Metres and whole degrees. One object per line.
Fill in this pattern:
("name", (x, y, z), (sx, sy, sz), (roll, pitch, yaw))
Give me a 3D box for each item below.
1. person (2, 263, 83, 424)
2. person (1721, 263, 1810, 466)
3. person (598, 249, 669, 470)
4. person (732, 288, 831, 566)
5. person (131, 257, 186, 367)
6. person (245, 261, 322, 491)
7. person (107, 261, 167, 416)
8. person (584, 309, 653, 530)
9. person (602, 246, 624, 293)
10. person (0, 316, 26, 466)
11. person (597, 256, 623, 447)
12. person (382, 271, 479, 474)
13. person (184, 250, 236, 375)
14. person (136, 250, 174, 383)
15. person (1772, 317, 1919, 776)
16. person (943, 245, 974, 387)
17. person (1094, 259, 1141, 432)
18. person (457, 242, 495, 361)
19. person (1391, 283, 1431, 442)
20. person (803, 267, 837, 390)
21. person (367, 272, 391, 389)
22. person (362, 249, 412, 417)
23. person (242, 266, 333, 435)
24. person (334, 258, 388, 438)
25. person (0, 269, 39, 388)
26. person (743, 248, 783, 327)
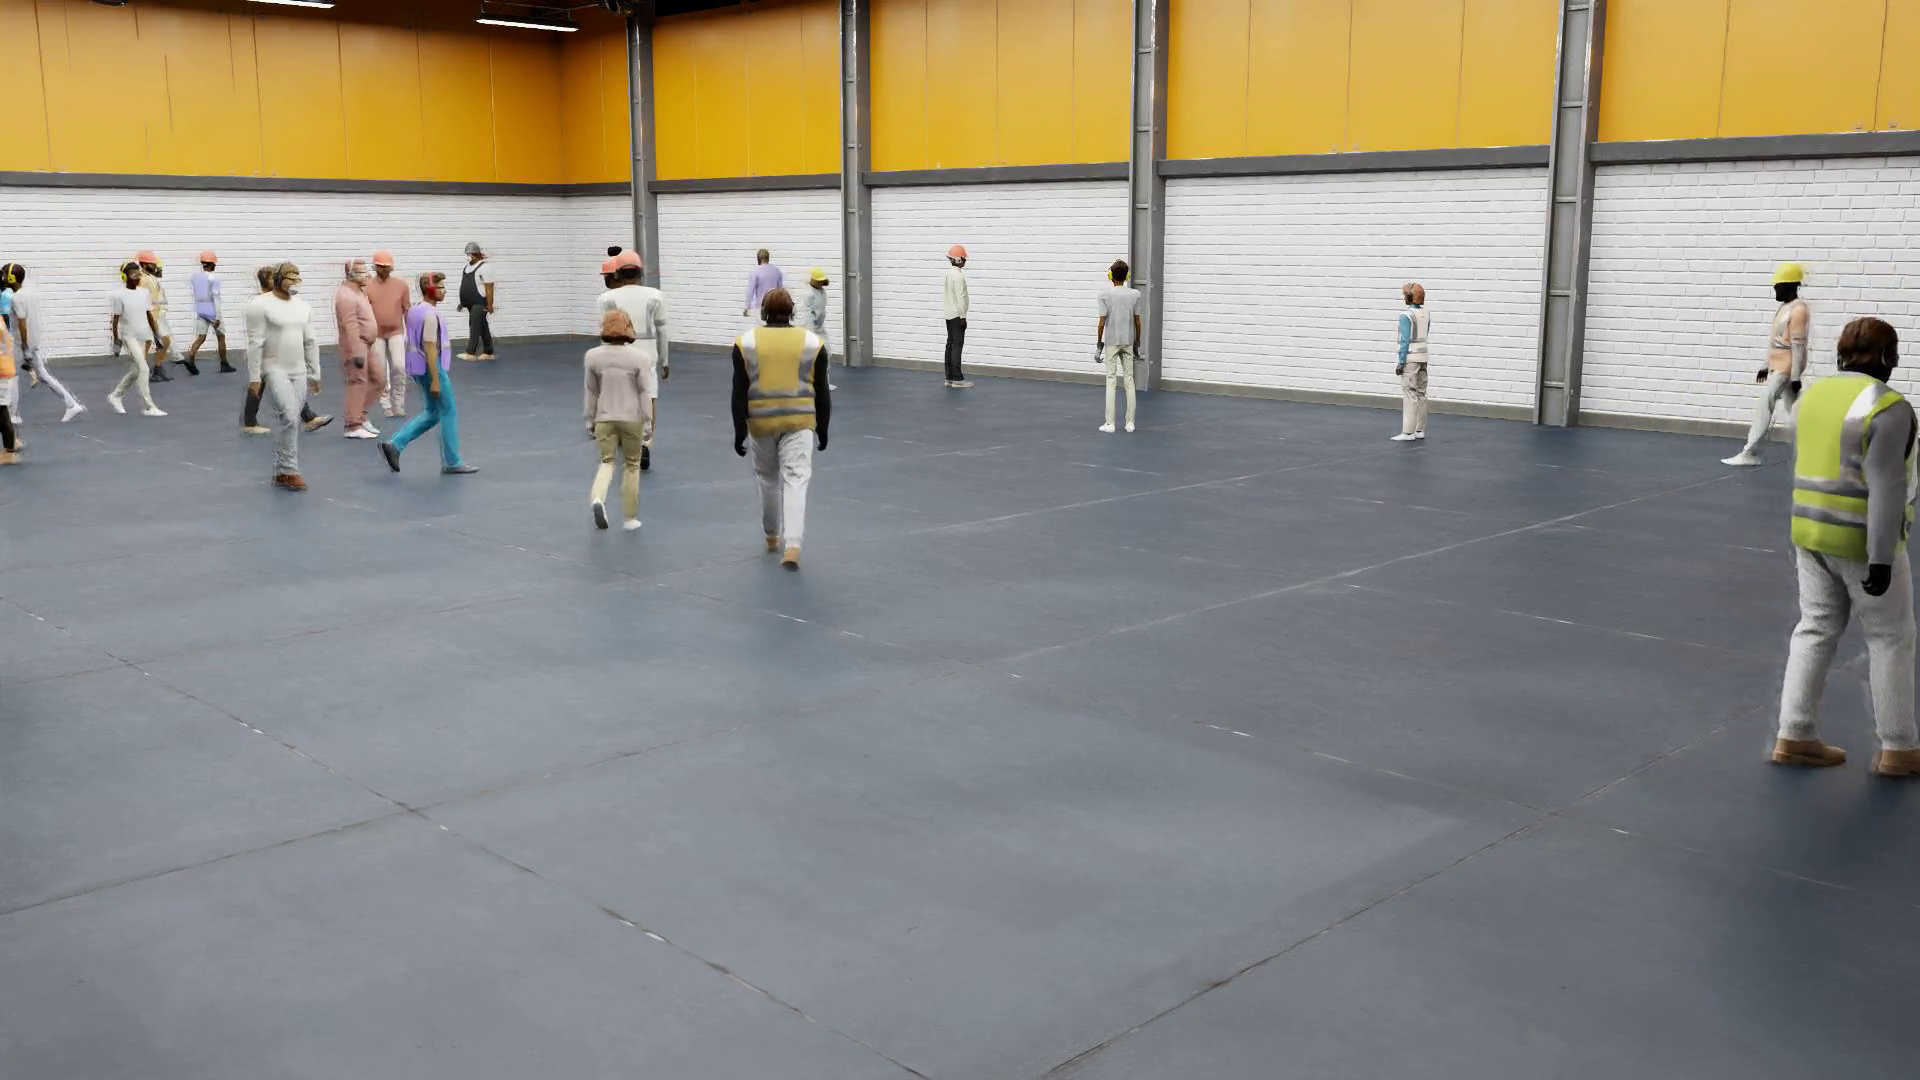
("person", (-10.532, -2.221, 18.855), (0.952, 1.834, 0.537), (-1, 10, -7))
("person", (7.635, -1.603, 15.308), (0.961, 1.889, 0.597), (4, 11, 19))
("person", (-2.980, -1.646, 15.215), (0.615, 2.015, 0.896), (-1, 10, -7))
("person", (-1.168, -0.750, 10.912), (0.640, 1.795, 0.983), (-1, 10, -6))
("person", (-13.089, -3.703, 27.048), (0.926, 1.791, 0.597), (-8, 13, -38))
("person", (-5.585, -1.365, 13.935), (0.721, 1.912, 0.641), (5, 12, 26))
("person", (-9.853, -2.387, 19.748), (0.872, 1.836, 0.520), (3, 11, 15))
("person", (-2.450, -0.836, 11.881), (0.497, 1.619, 0.548), (1, 10, 6))
("person", (-5.607, -3.795, 27.040), (0.362, 1.963, 0.614), (-6, 12, -29))
("person", (-8.924, -1.517, 15.356), (0.367, 1.684, 0.551), (-6, 12, -28))
("person", (-3.455, -1.878, 16.722), (0.513, 1.919, 0.553), (9, 14, 41))
("person", (-4.735, -1.471, 14.761), (0.744, 1.820, 0.579), (-5, 12, -26))
("person", (-11.605, -3.495, 25.574), (0.549, 1.911, 0.892), (3, 11, 17))
("person", (-11.712, -3.233, 24.128), (0.607, 1.917, 0.562), (-2, 11, -8))
("person", (3.579, 0.020, 6.676), (0.600, 1.810, 0.652), (-2, 11, -10))
("person", (-0.042, -3.153, 23.456), (0.375, 1.997, 0.612), (-4, 11, -19))
("person", (1.714, -2.101, 18.066), (0.518, 1.873, 0.328), (-2, 11, -11))
("person", (-8.301, -4.048, 28.218), (0.934, 2.000, 0.693), (-10, 14, -42))
("person", (4.698, -1.840, 17.269), (0.314, 1.641, 0.515), (10, 14, 44))
("person", (-1.979, -2.883, 22.782), (0.698, 1.700, 0.499), (7, 12, 33))
("person", (-8.115, -2.869, 22.947), (0.308, 1.624, 0.492), (4, 11, 22))
("person", (-6.701, -2.400, 19.408), (0.641, 1.969, 0.601), (-4, 11, -23))
("person", (-7.281, -2.014, 17.782), (0.966, 1.794, 0.526), (0, 10, 0))
("person", (-6.288, -2.001, 17.473), (0.449, 1.887, 0.667), (-1, 10, -8))
("person", (-12.817, -2.829, 22.547), (0.499, 1.687, 0.537), (-4, 11, -22))
("person", (-3.250, -3.796, 27.208), (0.793, 1.911, 0.654), (8, 13, 39))
